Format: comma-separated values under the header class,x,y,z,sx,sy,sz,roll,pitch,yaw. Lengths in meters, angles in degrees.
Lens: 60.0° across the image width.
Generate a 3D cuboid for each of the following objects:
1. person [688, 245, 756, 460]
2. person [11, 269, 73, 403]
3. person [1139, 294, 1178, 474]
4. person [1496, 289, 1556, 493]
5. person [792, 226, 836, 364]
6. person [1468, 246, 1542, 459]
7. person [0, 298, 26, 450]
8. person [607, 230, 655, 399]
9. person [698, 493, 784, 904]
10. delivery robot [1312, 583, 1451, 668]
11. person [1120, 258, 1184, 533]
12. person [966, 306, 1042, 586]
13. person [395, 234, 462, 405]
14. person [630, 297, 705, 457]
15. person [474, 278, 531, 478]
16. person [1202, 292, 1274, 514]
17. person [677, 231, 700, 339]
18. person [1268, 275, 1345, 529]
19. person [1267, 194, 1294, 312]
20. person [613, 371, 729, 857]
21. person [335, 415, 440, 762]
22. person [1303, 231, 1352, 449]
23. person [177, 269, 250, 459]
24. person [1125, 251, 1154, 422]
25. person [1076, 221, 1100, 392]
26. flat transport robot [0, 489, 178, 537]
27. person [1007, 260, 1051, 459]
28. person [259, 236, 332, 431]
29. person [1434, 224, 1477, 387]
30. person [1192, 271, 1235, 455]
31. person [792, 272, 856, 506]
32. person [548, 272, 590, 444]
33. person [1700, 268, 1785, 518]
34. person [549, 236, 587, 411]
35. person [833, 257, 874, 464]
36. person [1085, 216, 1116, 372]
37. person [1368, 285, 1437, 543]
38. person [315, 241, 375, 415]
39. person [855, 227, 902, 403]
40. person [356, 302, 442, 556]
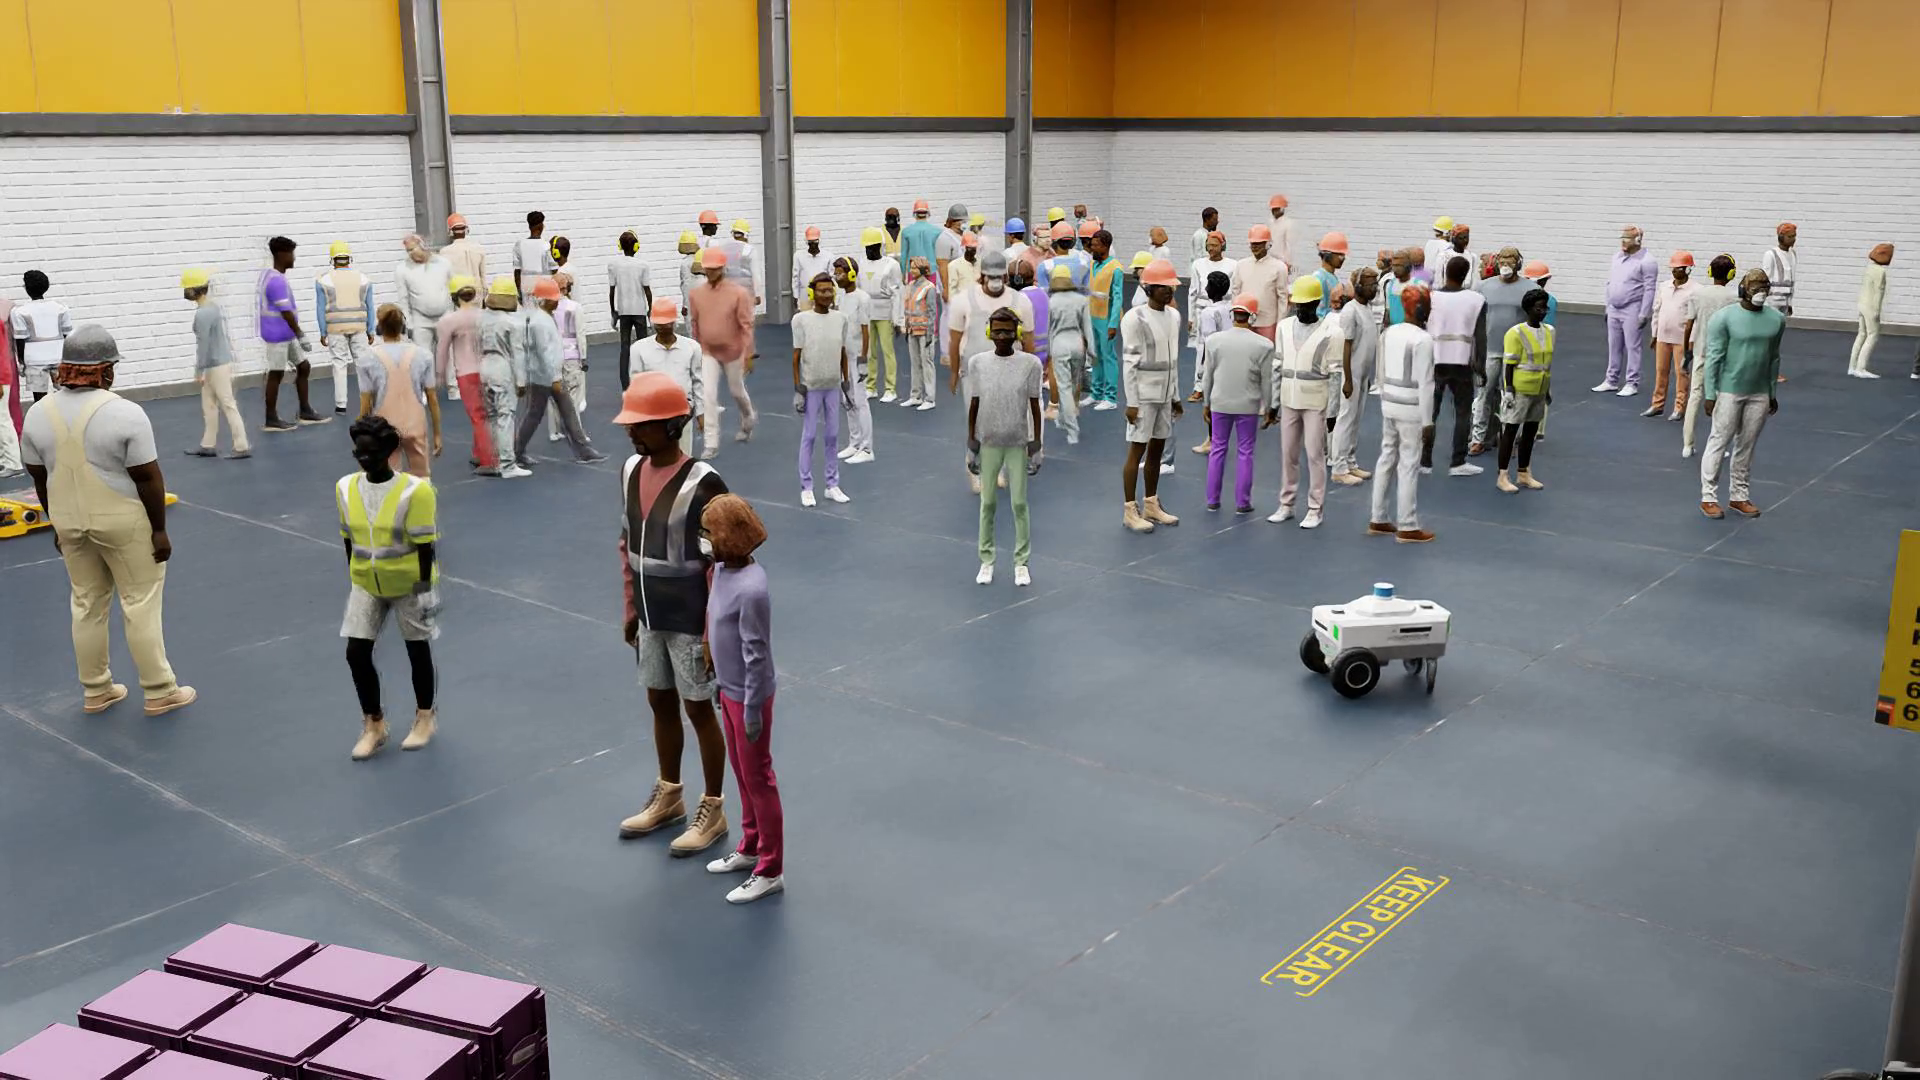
class,x,y,z,sx,sy,sz,roll,pitch,yaw
person,-2.175,-1.773,15.458,0.631,1.959,0.958,3,14,12
person,-8.536,-1.670,15.537,0.317,1.700,0.539,11,18,37
person,1.752,-1.390,14.553,0.286,1.633,0.501,-2,14,-8
person,4.717,-1.238,13.818,0.540,1.695,0.317,-8,16,-28
person,-1.867,-3.132,21.267,0.562,1.753,0.327,-1,14,-5
person,4.965,-1.712,15.222,0.635,1.937,0.353,6,15,22
person,-8.913,-1.655,15.360,0.525,1.760,0.340,-12,18,-39
person,-3.635,-2.491,18.471,0.519,1.874,0.327,2,14,7
person,-0.866,0.614,6.566,0.277,1.628,0.500,-5,15,-20
delivery robot,2.302,0.477,9.089,0.707,0.478,0.477,-3,14,-11
person,1.466,-1.088,12.512,0.605,2.045,0.381,-13,19,-43
person,0.292,-0.617,11.010,0.509,1.863,0.326,2,14,8
person,-5.692,-2.399,18.133,0.801,1.866,0.408,-8,16,-29
person,-2.213,-0.969,12.633,0.568,1.748,0.340,-4,15,-15
person,-3.958,-1.400,14.412,0.517,1.726,0.362,7,15,24
person,2.184,-1.069,13.064,0.575,1.737,0.354,5,15,20
person,-3.291,-2.899,20.361,0.318,1.742,0.492,4,15,15
person,2.605,-1.044,12.600,0.586,1.918,0.394,13,19,42
person,4.833,-4.250,25.271,0.467,1.977,0.635,-6,15,-24
person,-1.210,0.313,6.917,0.610,2.043,0.397,12,18,39
person,-2.741,0.239,7.944,0.538,1.677,0.576,2,14,7
person,3.436,-1.858,15.596,0.376,2.043,0.605,6,15,21
person,-6.872,-1.576,15.091,0.753,1.730,0.555,-4,15,-15
person,1.852,-2.028,16.838,0.326,1.767,0.533,-3,14,-10
person,1.464,-2.666,19.035,0.359,1.938,0.545,0,14,1
flat transport robot,-6.938,-0.290,12.923,0.652,0.197,1.431,9,17,32
person,0.564,-1.596,14.984,0.429,1.837,0.623,9,16,31
person,-6.656,-2.049,16.575,0.781,1.932,0.604,-4,15,-16
person,5.755,-2.724,19.379,0.574,1.882,0.358,-7,16,-26
person,2.368,-1.641,15.429,0.316,1.696,0.540,10,17,34
person,-1.083,-1.212,13.376,0.557,1.867,0.310,-7,16,-28
person,-3.796,-1.742,15.970,0.516,1.633,0.317,7,16,26
person,6.062,-1.132,12.904,0.635,1.938,0.361,-3,14,-10
person,-4.180,-2.287,17.675,0.335,1.865,0.519,0,14,-1
person,-0.977,-1.628,15.069,0.334,1.856,0.527,-9,17,-32
person,1.647,-3.036,20.578,0.403,1.911,0.637,-6,15,-22
person,3.269,-0.917,12.160,0.353,1.884,0.582,-5,15,-19
person,-6.471,-2.233,17.549,0.585,1.824,0.405,-10,17,-34
person,-0.916,-2.474,18.297,0.615,1.923,0.385,7,16,27
person,-3.859,-0.721,11.481,0.528,1.832,0.444,-7,16,-26
